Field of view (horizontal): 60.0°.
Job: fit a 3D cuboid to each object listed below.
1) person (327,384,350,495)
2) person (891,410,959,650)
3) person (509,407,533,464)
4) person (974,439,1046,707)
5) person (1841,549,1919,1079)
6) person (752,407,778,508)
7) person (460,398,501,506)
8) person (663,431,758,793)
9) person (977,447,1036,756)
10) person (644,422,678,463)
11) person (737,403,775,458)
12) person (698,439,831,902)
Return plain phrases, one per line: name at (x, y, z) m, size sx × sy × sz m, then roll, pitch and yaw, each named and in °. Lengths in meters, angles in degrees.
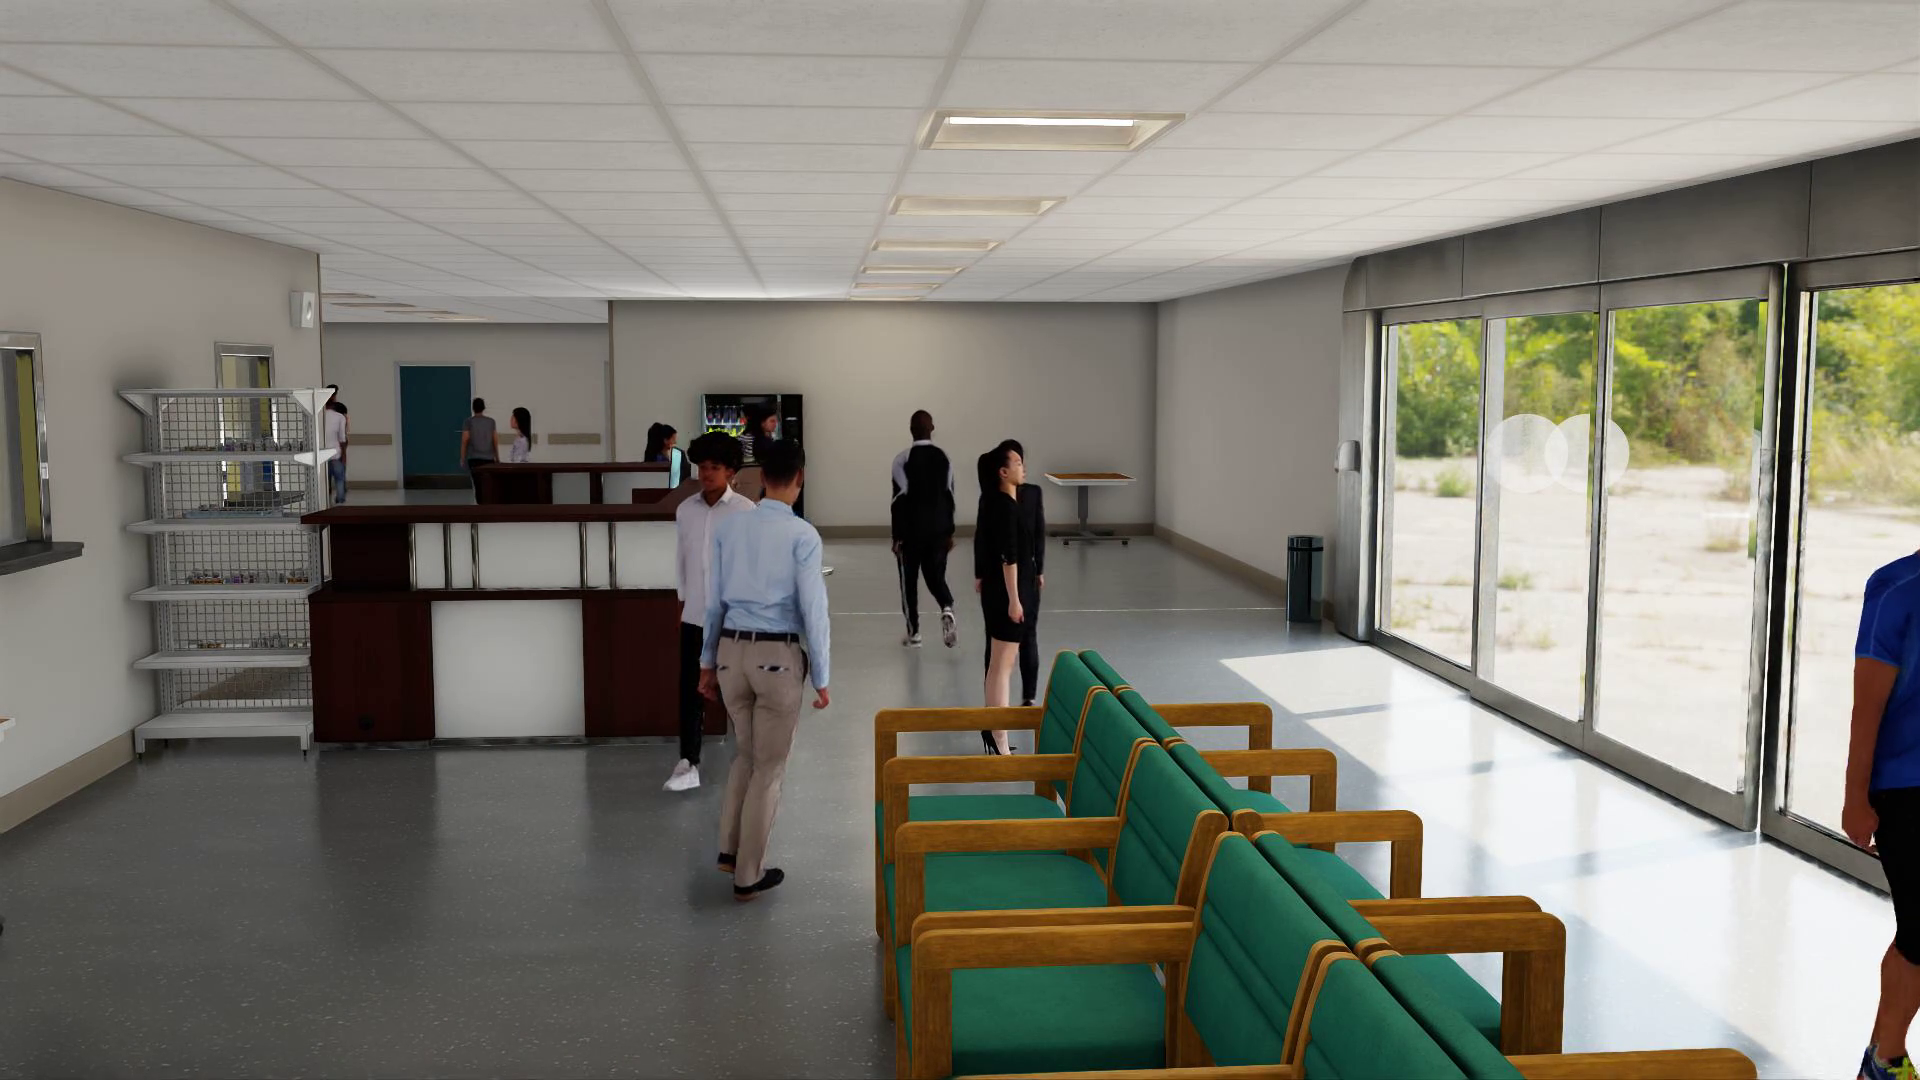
person at (-10.902, -1.761, 28.937) m, size 0.625 × 1.895 × 0.795 m, roll -3°, pitch 6°, yaw -27°
person at (-0.256, -0.054, 12.410) m, size 0.972 × 1.806 × 0.867 m, roll -2°, pitch 6°, yaw -19°
person at (-4.553, -0.530, 17.707) m, size 1.093 × 1.693 × 0.689 m, roll -1°, pitch 6°, yaw -11°
person at (0.307, 0.252, 9.841) m, size 0.418 × 1.712 × 0.631 m, roll -1°, pitch 6°, yaw -6°
person at (2.660, 0.696, 4.726) m, size 0.664 × 1.851 × 0.765 m, roll -2°, pitch 6°, yaw -17°
person at (-1.965, -0.376, 16.141) m, size 1.174 × 1.700 × 0.625 m, roll -1°, pitch 6°, yaw -14°
person at (-6.621, -1.093, 23.104) m, size 0.995 × 1.733 × 0.990 m, roll -4°, pitch 7°, yaw -36°
person at (-1.194, 0.356, 8.481) m, size 1.084 × 1.777 × 0.972 m, roll 2°, pitch 6°, yaw 18°
person at (0.241, 0.338, 9.062) m, size 0.546 × 1.697 × 0.602 m, roll 0°, pitch 6°, yaw -1°
person at (-2.955, -0.300, 15.991) m, size 1.029 × 1.579 × 0.649 m, roll -1°, pitch 6°, yaw -7°
person at (-2.052, -0.485, 16.912) m, size 0.883 × 1.762 × 0.925 m, roll -5°, pitch 8°, yaw -41°
person at (-0.811, 0.530, 6.528) m, size 0.712 × 1.822 × 0.834 m, roll 2°, pitch 6°, yaw 20°
